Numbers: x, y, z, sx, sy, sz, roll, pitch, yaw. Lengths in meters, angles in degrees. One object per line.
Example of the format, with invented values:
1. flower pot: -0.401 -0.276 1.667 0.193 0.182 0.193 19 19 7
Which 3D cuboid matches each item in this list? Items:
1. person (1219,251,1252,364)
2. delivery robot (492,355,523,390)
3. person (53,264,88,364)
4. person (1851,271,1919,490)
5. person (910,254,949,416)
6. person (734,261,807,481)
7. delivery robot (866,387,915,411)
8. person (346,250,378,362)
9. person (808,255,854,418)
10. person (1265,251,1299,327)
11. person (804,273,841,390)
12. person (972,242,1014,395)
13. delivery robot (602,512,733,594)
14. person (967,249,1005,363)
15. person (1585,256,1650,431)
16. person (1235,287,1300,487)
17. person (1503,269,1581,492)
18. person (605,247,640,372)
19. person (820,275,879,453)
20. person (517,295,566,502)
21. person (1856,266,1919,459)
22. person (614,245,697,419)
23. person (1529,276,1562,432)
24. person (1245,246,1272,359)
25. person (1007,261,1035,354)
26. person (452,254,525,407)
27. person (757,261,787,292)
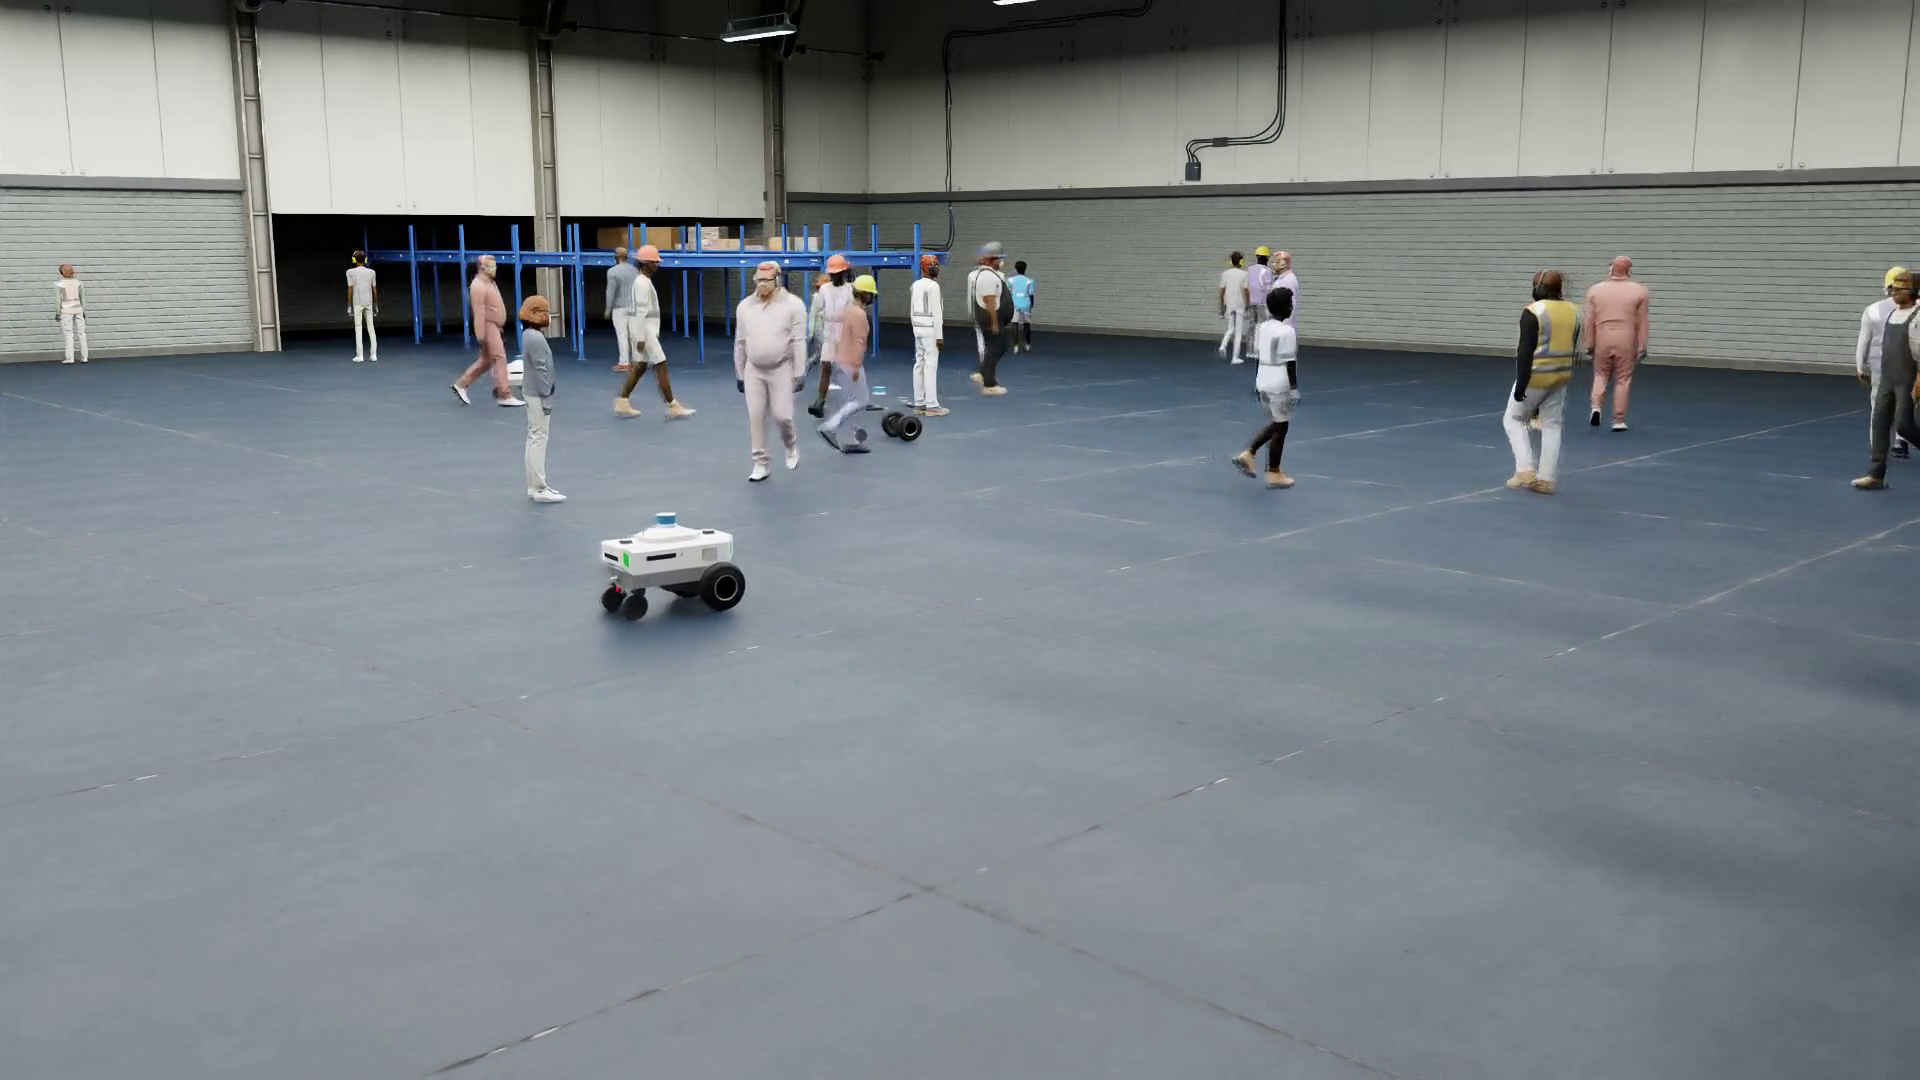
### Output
1. person: 4.556 -3.836 27.454 0.523 1.855 0.454 9 13 39
2. delivery robot: -5.761 -2.181 21.836 0.707 0.478 0.477 -6 12 -31
3. person: -14.688 -3.734 27.481 0.307 1.641 0.511 7 12 33
4. person: 7.909 -1.329 13.875 0.724 1.825 0.517 -1 10 -8
5. person: -0.372 -2.419 19.647 0.354 1.883 0.572 -6 12 -31
6. person: -1.642 -1.470 14.450 0.667 1.886 0.516 2 11 11
7. delivery robot: -0.823 -1.480 17.303 0.698 0.223 0.335 -5 11 -23
8. person: -10.080 -3.943 28.042 0.506 1.859 0.320 -9 14 -40
9. person: -1.426 -2.354 19.301 0.544 1.879 0.982 4 11 20
10. person: 4.131 -2.761 21.455 0.403 1.904 0.651 1 10 3
11. person: -1.972 -2.890 23.000 0.700 1.598 0.537 5 11 24
12. person: 0.457 -2.944 22.200 0.536 2.000 0.705 0 10 -1
13. delivery robot: -1.663 0.087 9.469 0.707 0.478 0.477 -8 13 -35
14. person: 0.422 -3.561 25.810 0.621 1.915 0.909 1 10 5
15. person: 7.158 -2.137 18.108 0.650 1.893 0.425 7 13 34
16. person: 2.640 -1.279 13.975 0.419 1.683 0.540 -3 11 -14
17. person: 4.781 -1.312 13.753 0.653 1.830 0.521 -5 12 -27
18. person: -5.245 -3.606 25.996 0.367 1.934 0.632 8 13 36
19. person: -1.048 -1.698 16.130 0.534 1.740 0.531 -3 11 -18
20. person: -3.364 -1.134 13.317 0.286 1.636 0.500 -5 11 -23
21. person: 8.725 -1.636 15.540 0.641 1.821 0.480 7 12 32
22. person: -3.605 -2.409 19.304 0.953 2.001 0.627 -2 11 -11
23. person: 6.349 -2.027 18.016 0.315 1.696 0.541 3 11 16
24. person: 5.146 -4.077 28.575 0.381 1.923 0.591 -8 13 -36
25. person: 1.092 -4.194 29.982 0.527 1.641 0.872 1 10 5
26. person: -5.897 -2.600 20.637 0.860 1.881 0.640 -1 10 -8
27. person: -2.489 -2.833 22.221 0.525 1.770 0.306 6 12 29
